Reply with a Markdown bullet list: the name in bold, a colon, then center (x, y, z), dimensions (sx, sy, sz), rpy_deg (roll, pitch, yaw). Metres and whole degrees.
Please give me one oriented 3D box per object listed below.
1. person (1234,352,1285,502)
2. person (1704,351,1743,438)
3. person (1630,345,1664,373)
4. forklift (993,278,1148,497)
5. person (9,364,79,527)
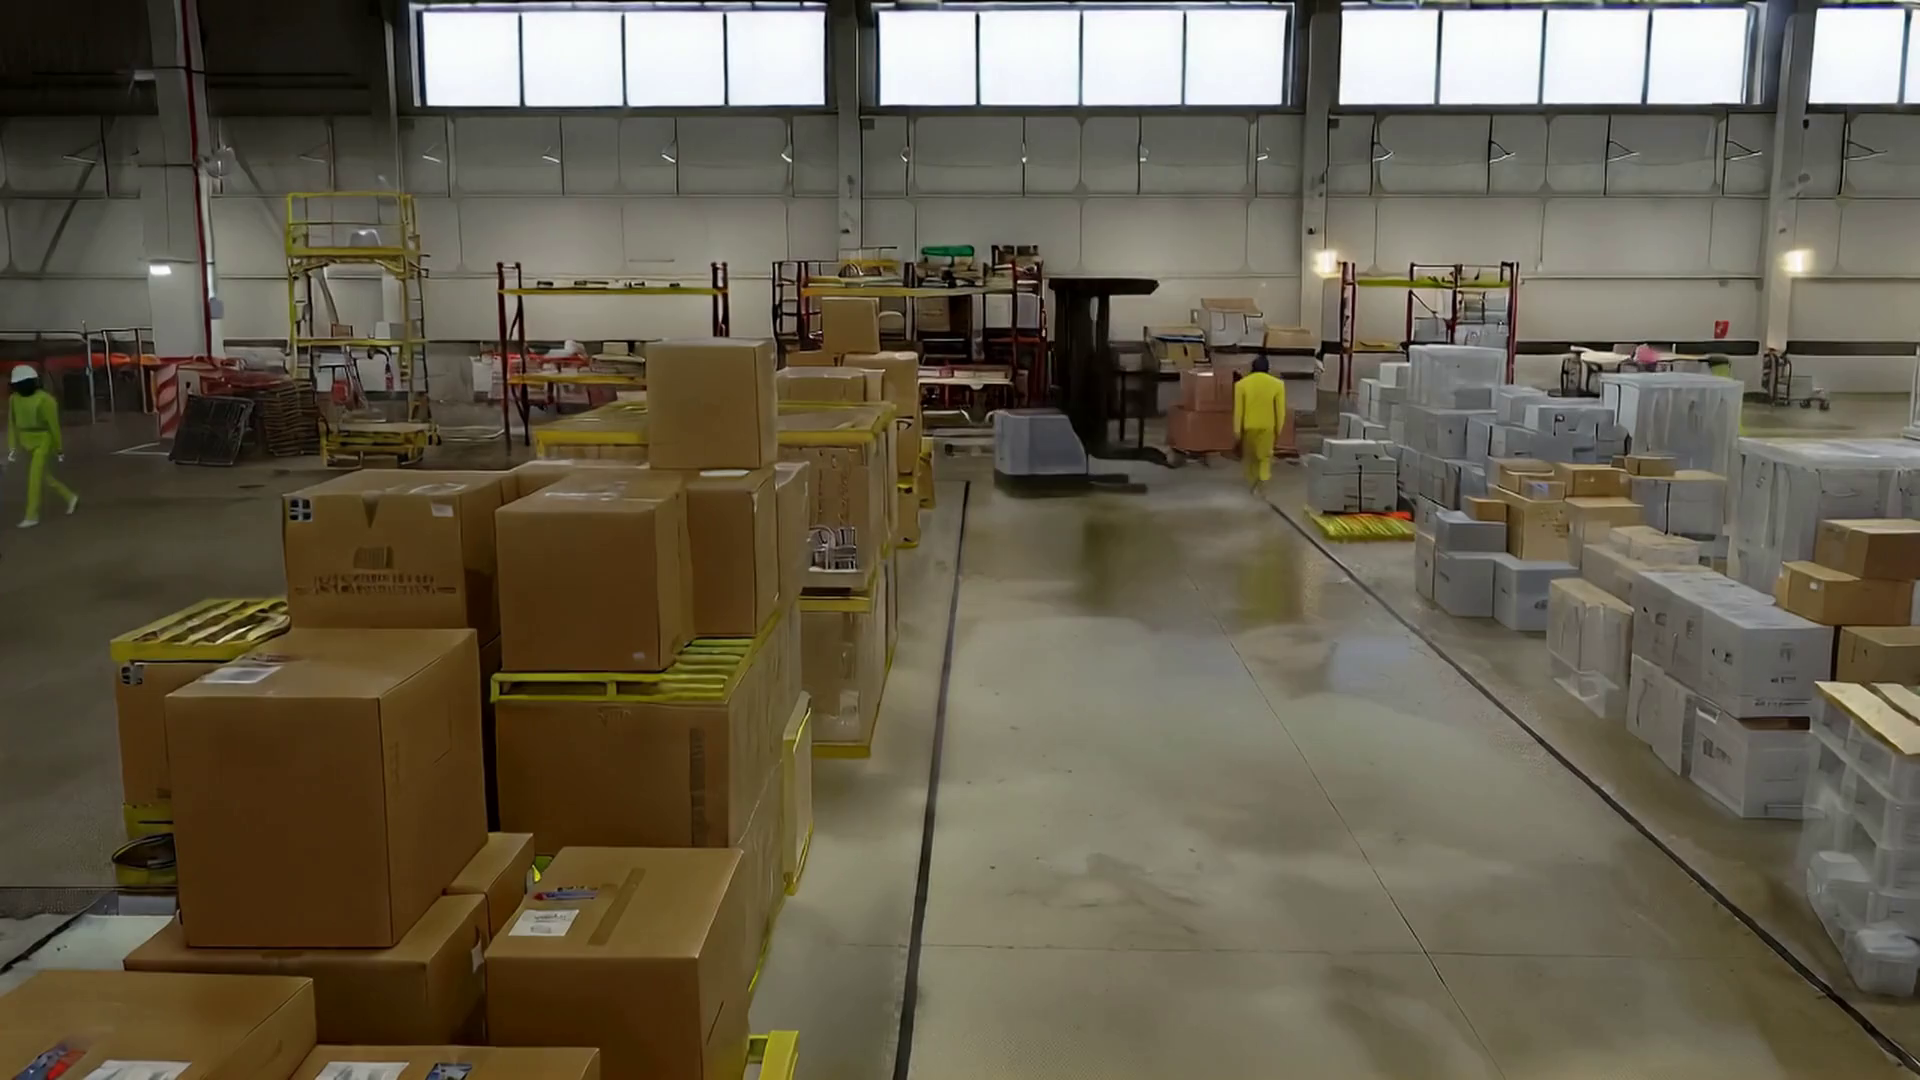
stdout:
- **person**: center (3.744, -1.385, 20.829), dimensions (0.636, 1.916, 0.792), rpy_deg (2, 10, 12)
- **person**: center (9.650, -1.424, 21.072), dimensions (0.580, 1.912, 0.683), rpy_deg (1, 10, 6)
- **person**: center (8.859, -1.537, 21.557), dimensions (0.656, 1.965, 0.573), rpy_deg (1, 10, 4)
- **forklift**: center (1.428, -2.018, 21.724), dimensions (1.873, 2.768, 1.129), rpy_deg (-1, 10, -8)
- **person**: center (-10.729, -1.134, 19.443), dimensions (0.575, 1.885, 0.926), rpy_deg (3, 10, 19)
